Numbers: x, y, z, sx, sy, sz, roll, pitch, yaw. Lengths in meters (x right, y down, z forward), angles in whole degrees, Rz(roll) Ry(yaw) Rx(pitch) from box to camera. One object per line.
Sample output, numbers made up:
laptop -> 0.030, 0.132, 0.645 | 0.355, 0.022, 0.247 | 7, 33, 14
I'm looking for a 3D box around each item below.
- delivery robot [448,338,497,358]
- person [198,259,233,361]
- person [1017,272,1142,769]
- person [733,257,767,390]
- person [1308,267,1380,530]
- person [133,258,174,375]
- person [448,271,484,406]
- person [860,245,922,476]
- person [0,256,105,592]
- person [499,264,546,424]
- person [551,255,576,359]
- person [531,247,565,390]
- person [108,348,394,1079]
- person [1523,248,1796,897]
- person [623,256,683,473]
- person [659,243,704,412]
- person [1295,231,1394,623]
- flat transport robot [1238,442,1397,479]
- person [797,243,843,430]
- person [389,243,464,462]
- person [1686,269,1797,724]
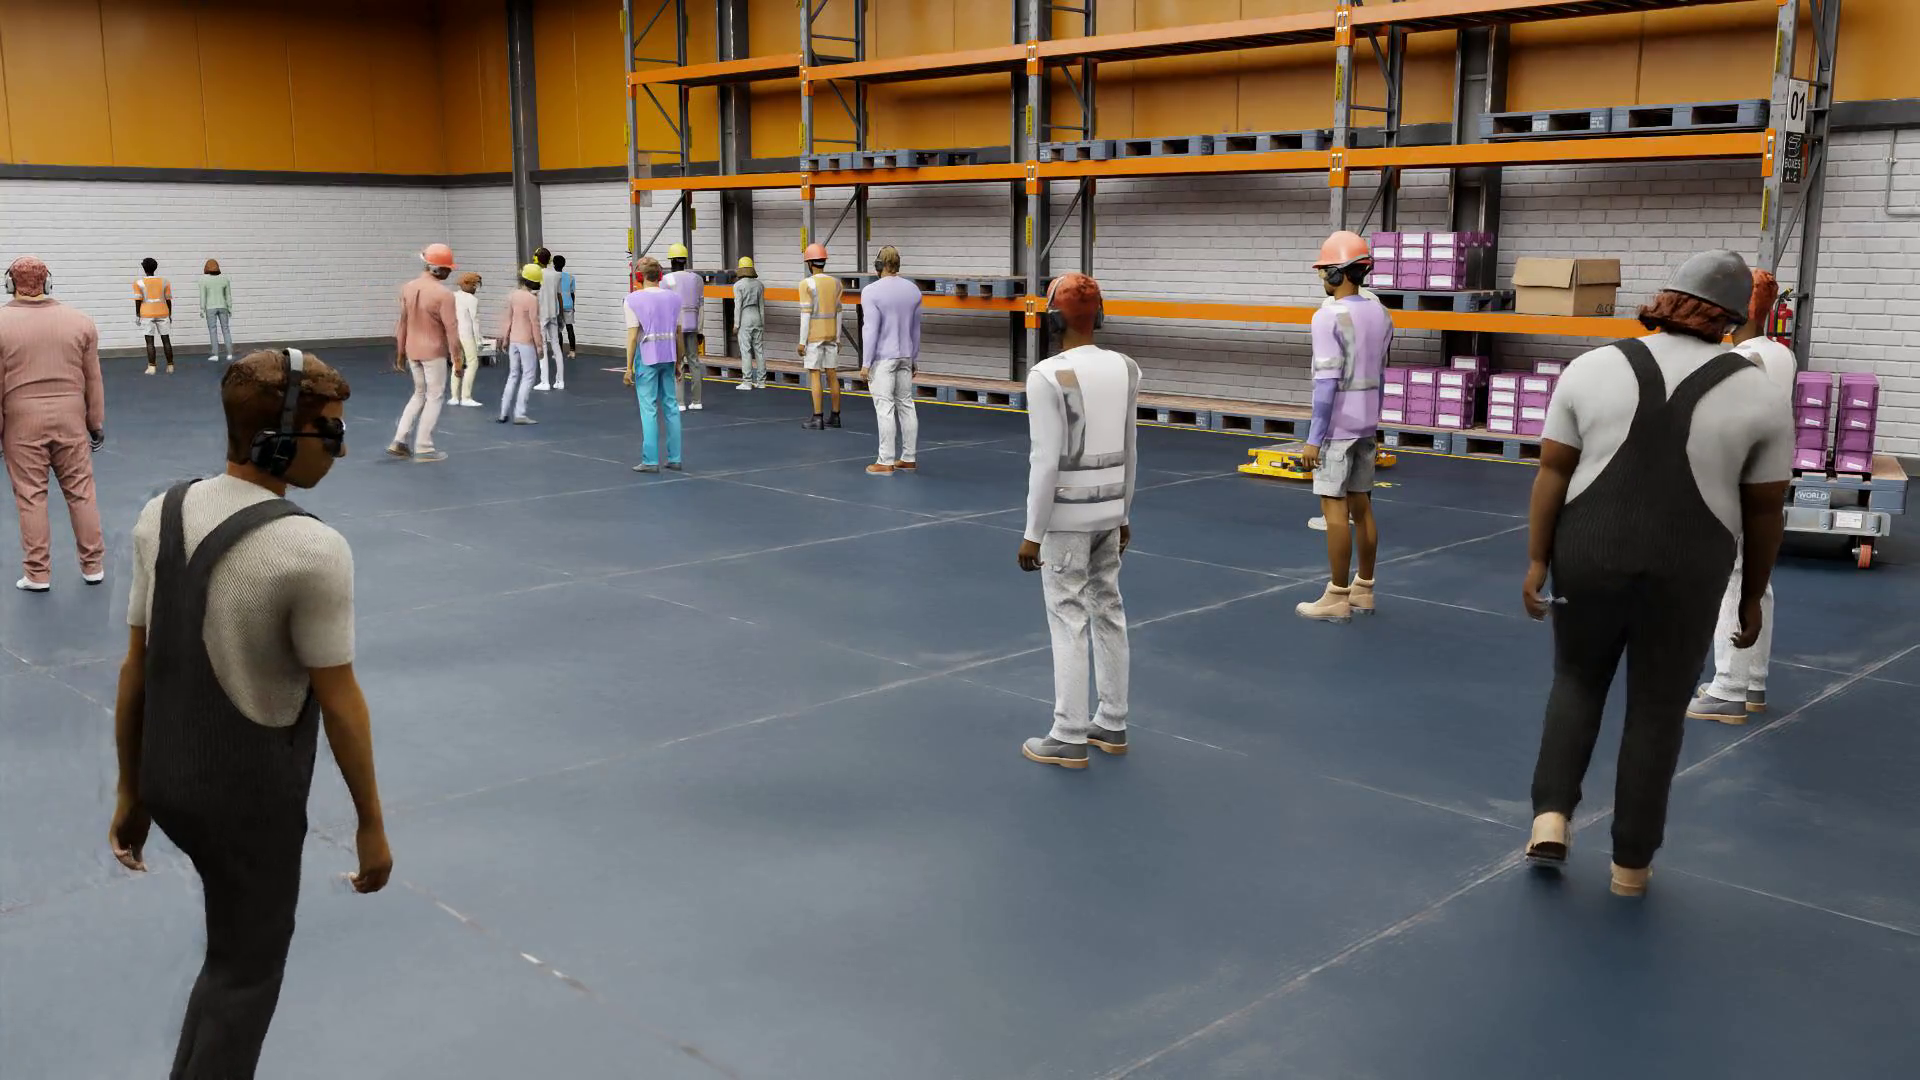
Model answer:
delivery robot -> -7.481, -2.967, 25.523 | 0.707, 0.478, 0.477 | -10, 15, -44
person -> -12.044, -3.717, 26.923 | 0.505, 1.632, 0.269 | -10, 14, -43
person -> 0.455, -0.071, 6.360 | 0.582, 1.882, 0.338 | -10, 14, -43
person -> -2.790, -2.854, 21.923 | 0.491, 1.741, 0.323 | -10, 14, -43
person -> 2.636, -1.058, 11.435 | 0.619, 1.992, 0.396 | -10, 14, -43
person -> -11.760, -3.262, 24.267 | 0.539, 1.695, 0.318 | -10, 14, -43
person -> -5.895, -2.394, 19.812 | 0.650, 1.597, 0.345 | 10, 14, 43
person -> -0.587, -1.512, 14.067 | 0.633, 1.938, 0.356 | -10, 14, -43
person -> -5.246, -0.661, 9.514 | 0.649, 1.906, 0.401 | -10, 14, -43
person -> -4.697, -2.094, 17.836 | 0.643, 1.720, 0.441 | 10, 14, 44
person -> -6.527, -3.802, 27.215 | 0.539, 1.695, 0.318 | -10, 14, -43
person -> -5.441, -2.902, 21.839 | 0.528, 1.869, 0.313 | -10, 14, -43
person -> -1.420, 0.530, 3.300 | 0.522, 1.802, 0.493 | 6, 12, 28
person -> 2.174, 0.065, 5.191 | 0.723, 2.000, 0.629 | 5, 12, 27
person -> -2.597, -1.487, 14.190 | 0.568, 1.840, 0.374 | -10, 14, -43
person -> -3.211, -2.435, 19.131 | 0.593, 1.925, 0.384 | -10, 14, -43
person -> 1.993, -0.589, 8.748 | 0.613, 2.041, 0.393 | -10, 14, -43
flat transport robot -> 3.070, -0.706, 14.224 | 1.431, 0.197, 0.652 | -10, 14, -44
person -> -1.481, -2.121, 17.395 | 0.550, 1.933, 0.374 | -10, 14, -43
person -> -4.737, -1.658, 14.840 | 0.672, 1.948, 0.511 | 7, 12, 32
person -> 3.247, -0.176, 6.933 | 0.582, 1.882, 0.338 | -10, 14, -43
